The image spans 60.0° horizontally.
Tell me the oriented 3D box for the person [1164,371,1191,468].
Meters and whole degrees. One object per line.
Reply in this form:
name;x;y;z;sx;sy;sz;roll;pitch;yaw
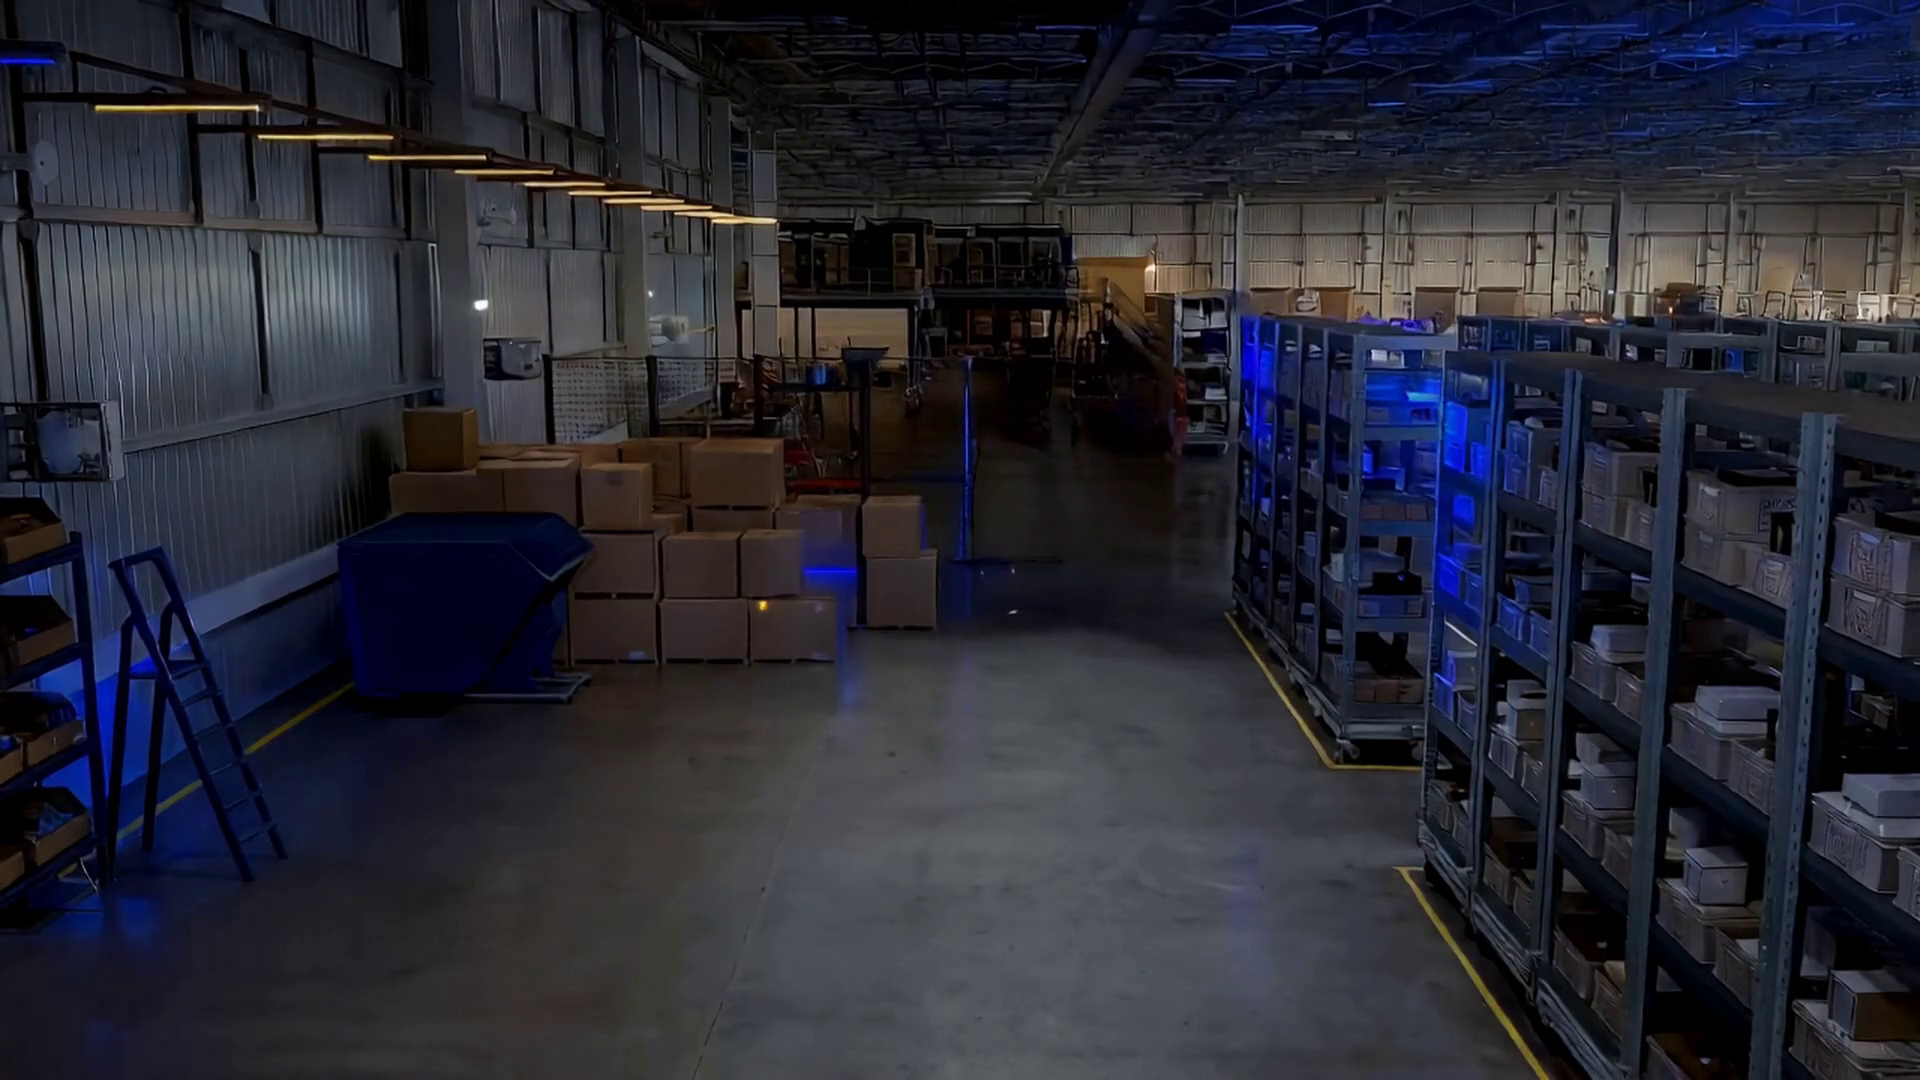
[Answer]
person;4.547;-2.512;34.720;0.606;2.026;0.619;-9;13;-44

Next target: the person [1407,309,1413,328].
person;25.590;-12.173;94.625;0.397;1.918;0.588;5;11;30

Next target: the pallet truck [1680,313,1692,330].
pallet truck;36.315;-10.531;84.244;0.823;1.965;1.885;-6;11;-33

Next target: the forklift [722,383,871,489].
forklift;-2.893;-1.687;28.729;2.680;1.987;1.157;0;9;-1

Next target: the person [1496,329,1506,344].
person;25.650;-9.586;78.743;1.014;1.900;0.637;-6;11;-31

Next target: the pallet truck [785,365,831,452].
pallet truck;-3.774;-2.976;37.635;1.885;1.965;0.823;1;9;5

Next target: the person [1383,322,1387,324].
person;19.126;-8.960;75.175;0.958;1.793;0.538;-3;10;-18

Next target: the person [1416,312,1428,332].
person;25.034;-11.421;90.049;0.632;1.903;1.003;8;12;42

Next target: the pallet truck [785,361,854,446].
pallet truck;-3.410;-3.193;38.978;1.885;1.965;0.823;0;9;-1

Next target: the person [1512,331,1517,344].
person;20.013;-6.546;59.757;0.367;1.966;0.606;-4;10;-23

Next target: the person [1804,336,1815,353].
person;31.998;-6.962;62.615;0.326;1.874;0.519;-3;10;-15

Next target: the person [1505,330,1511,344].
person;21.772;-7.457;66.036;0.417;1.758;0.536;1;9;7

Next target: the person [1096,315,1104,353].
person;6.899;-10.283;83.089;0.594;1.869;0.427;-2;9;-12

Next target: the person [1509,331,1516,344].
person;21.264;-7.137;63.820;0.819;1.842;0.510;2;10;15

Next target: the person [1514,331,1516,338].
person;27.727;-10.124;82.297;0.631;1.819;0.804;-4;10;-24

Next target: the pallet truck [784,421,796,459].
pallet truck;-4.013;-1.793;32.705;1.601;1.201;0.680;0;9;1

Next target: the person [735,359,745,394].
person;-5.931;-3.958;44.150;1.015;1.853;0.666;7;12;39

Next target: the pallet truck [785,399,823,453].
pallet truck;-3.814;-2.432;36.419;1.630;1.274;0.653;0;9;1

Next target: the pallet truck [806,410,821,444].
pallet truck;-3.559;-2.018;33.905;1.522;1.261;0.704;0;9;-1

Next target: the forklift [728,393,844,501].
forklift;-2.979;-1.316;26.476;2.680;1.987;1.157;0;9;1

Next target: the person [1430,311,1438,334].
person;26.377;-11.800;92.551;0.429;1.841;0.634;2;10;14
